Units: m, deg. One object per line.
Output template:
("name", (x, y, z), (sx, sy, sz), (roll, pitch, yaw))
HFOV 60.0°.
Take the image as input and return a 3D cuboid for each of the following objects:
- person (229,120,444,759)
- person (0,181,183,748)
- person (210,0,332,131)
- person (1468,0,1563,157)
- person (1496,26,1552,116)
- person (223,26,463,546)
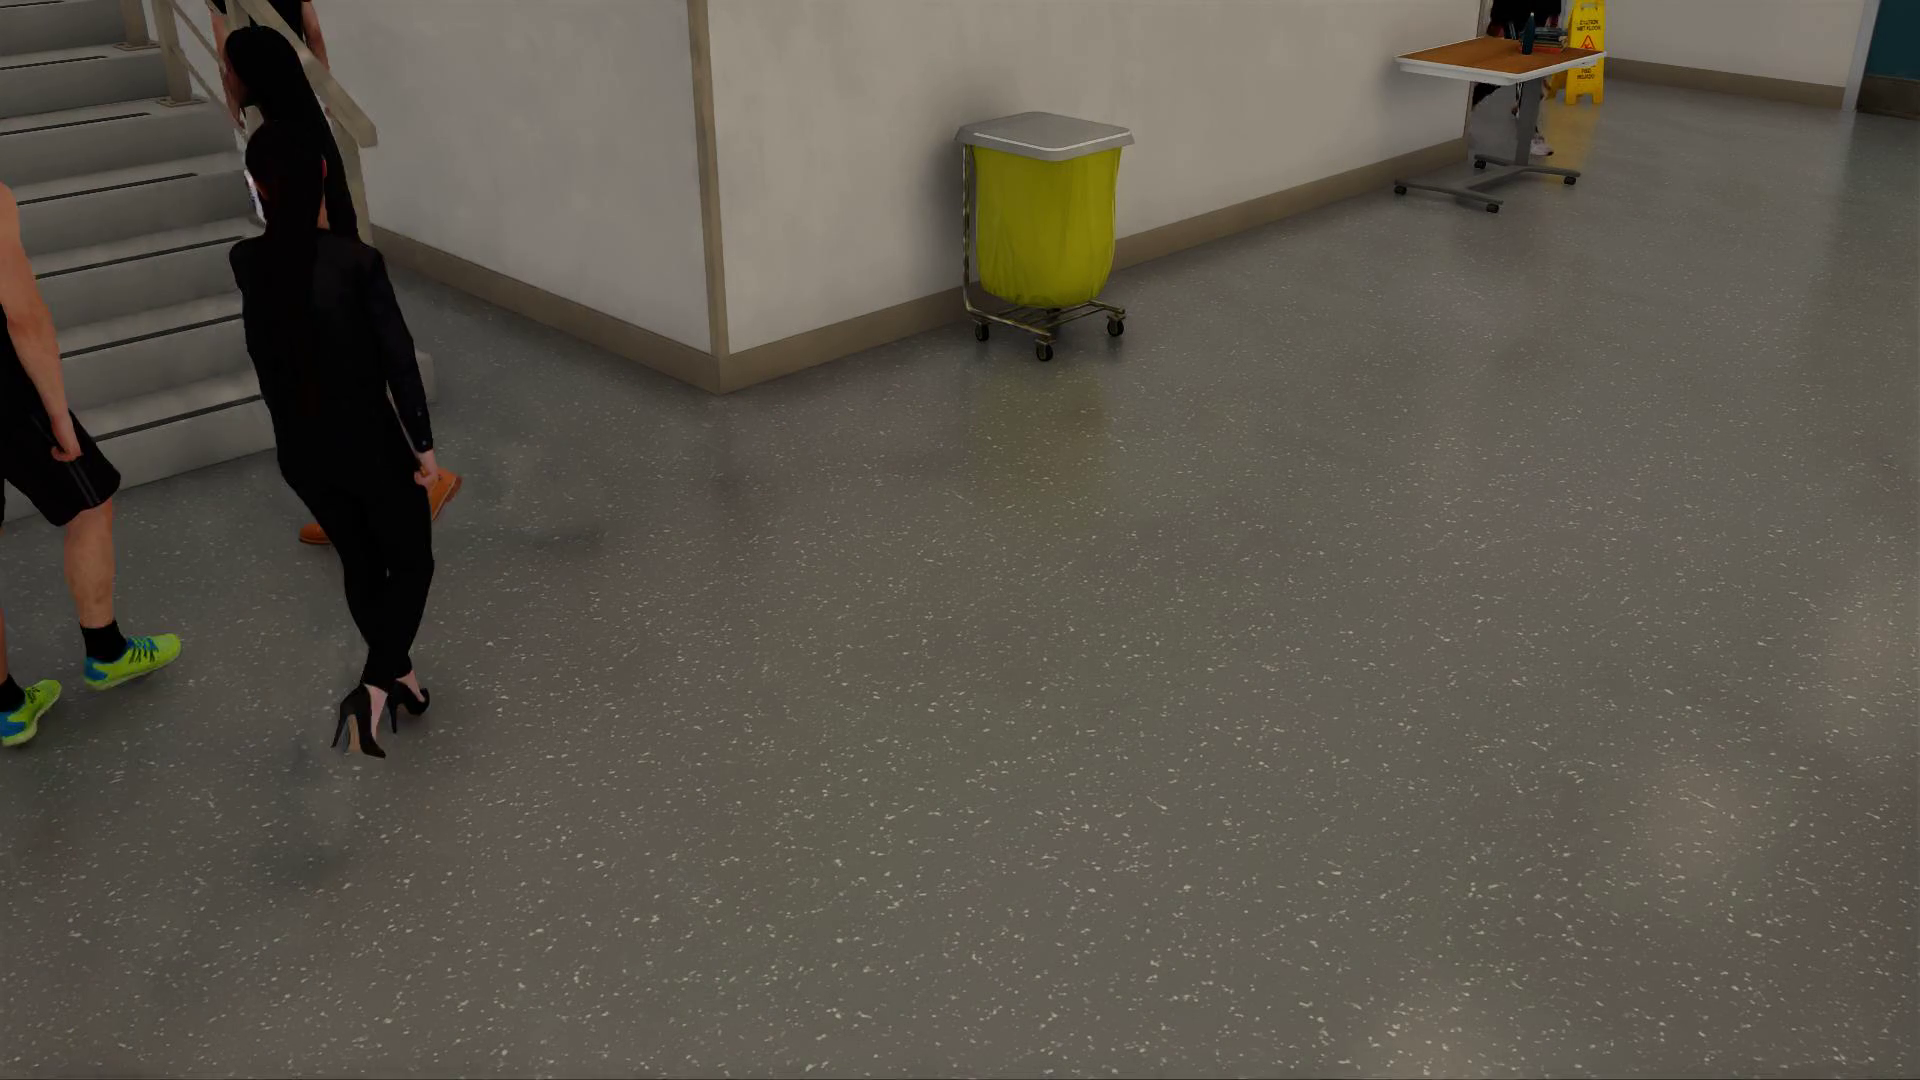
("person", (-1.551, -0.166, 4.134), (0.912, 1.691, 0.940), (5, 26, 10))
("person", (-2.555, -0.315, 4.244), (0.929, 1.864, 0.990), (2, 26, 3))
("person", (-3.359, -2.155, 8.064), (1.208, 1.861, 0.728), (20, 32, 35))
("person", (3.606, -3.457, 10.848), (0.840, 1.789, 1.182), (-18, 31, -32))
("person", (4.001, -3.758, 11.660), (0.736, 1.625, 0.818), (-12, 28, -24))
("person", (-1.962, -0.755, 5.341), (0.951, 1.704, 0.894), (-1, 26, -3))
